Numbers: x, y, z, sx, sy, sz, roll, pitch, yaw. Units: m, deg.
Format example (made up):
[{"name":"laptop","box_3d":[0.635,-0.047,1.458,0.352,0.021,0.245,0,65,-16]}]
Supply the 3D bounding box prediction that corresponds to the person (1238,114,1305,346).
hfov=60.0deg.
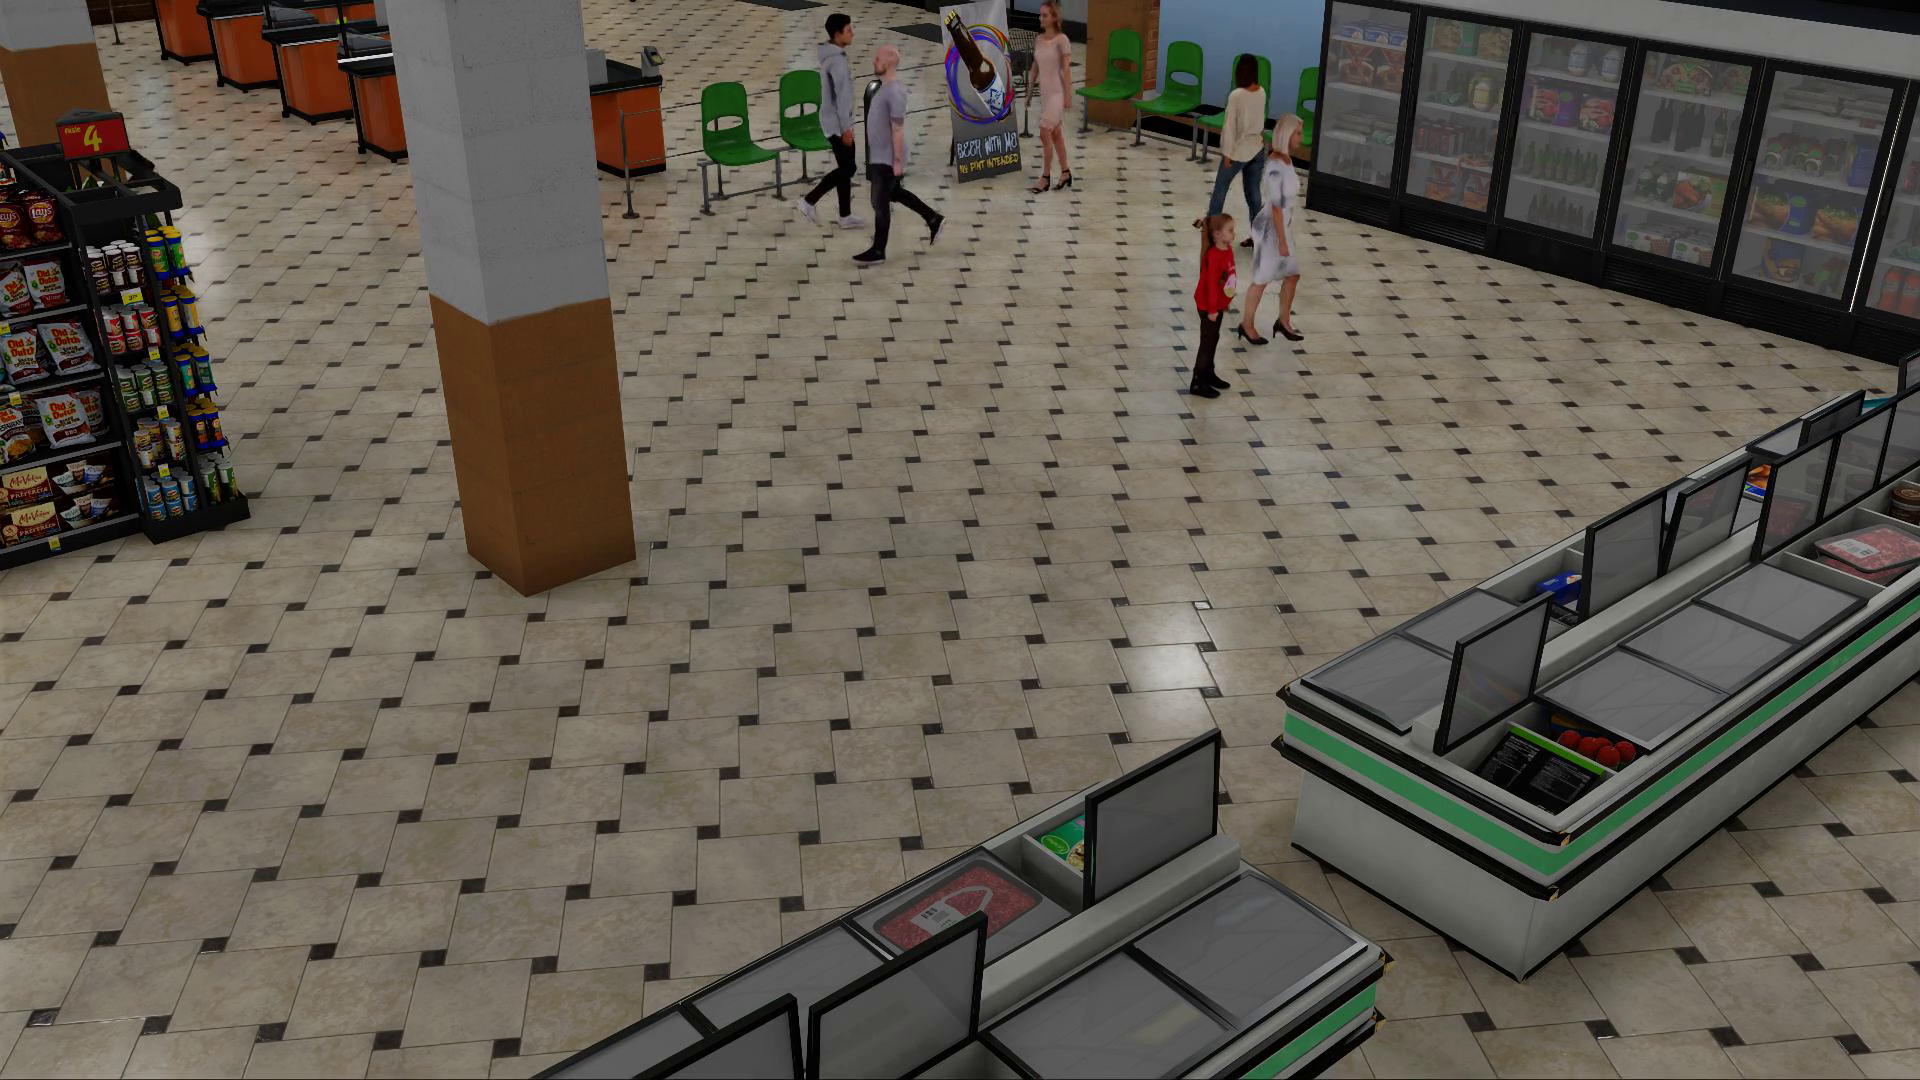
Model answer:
[{"name":"person","box_3d":[2.209,-2.255,12.187,0.810,1.731,0.772,10,29,19]}]

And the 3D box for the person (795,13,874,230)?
[{"name":"person","box_3d":[-1.176,-3.693,14.821,1.083,1.913,0.946,-5,27,-10]}]

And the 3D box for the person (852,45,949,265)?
[{"name":"person","box_3d":[-0.516,-3.242,14.036,1.190,1.817,1.028,-4,27,-7]}]

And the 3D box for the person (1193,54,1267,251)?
[{"name":"person","box_3d":[2.501,-3.308,14.349,0.952,1.652,0.786,-16,31,-29]}]

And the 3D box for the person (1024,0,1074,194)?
[{"name":"person","box_3d":[0.976,-4.278,16.090,0.814,1.808,0.594,-20,33,-33]}]

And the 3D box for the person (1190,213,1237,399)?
[{"name":"person","box_3d":[1.743,-1.627,11.444,0.615,1.281,0.524,12,29,22]}]
